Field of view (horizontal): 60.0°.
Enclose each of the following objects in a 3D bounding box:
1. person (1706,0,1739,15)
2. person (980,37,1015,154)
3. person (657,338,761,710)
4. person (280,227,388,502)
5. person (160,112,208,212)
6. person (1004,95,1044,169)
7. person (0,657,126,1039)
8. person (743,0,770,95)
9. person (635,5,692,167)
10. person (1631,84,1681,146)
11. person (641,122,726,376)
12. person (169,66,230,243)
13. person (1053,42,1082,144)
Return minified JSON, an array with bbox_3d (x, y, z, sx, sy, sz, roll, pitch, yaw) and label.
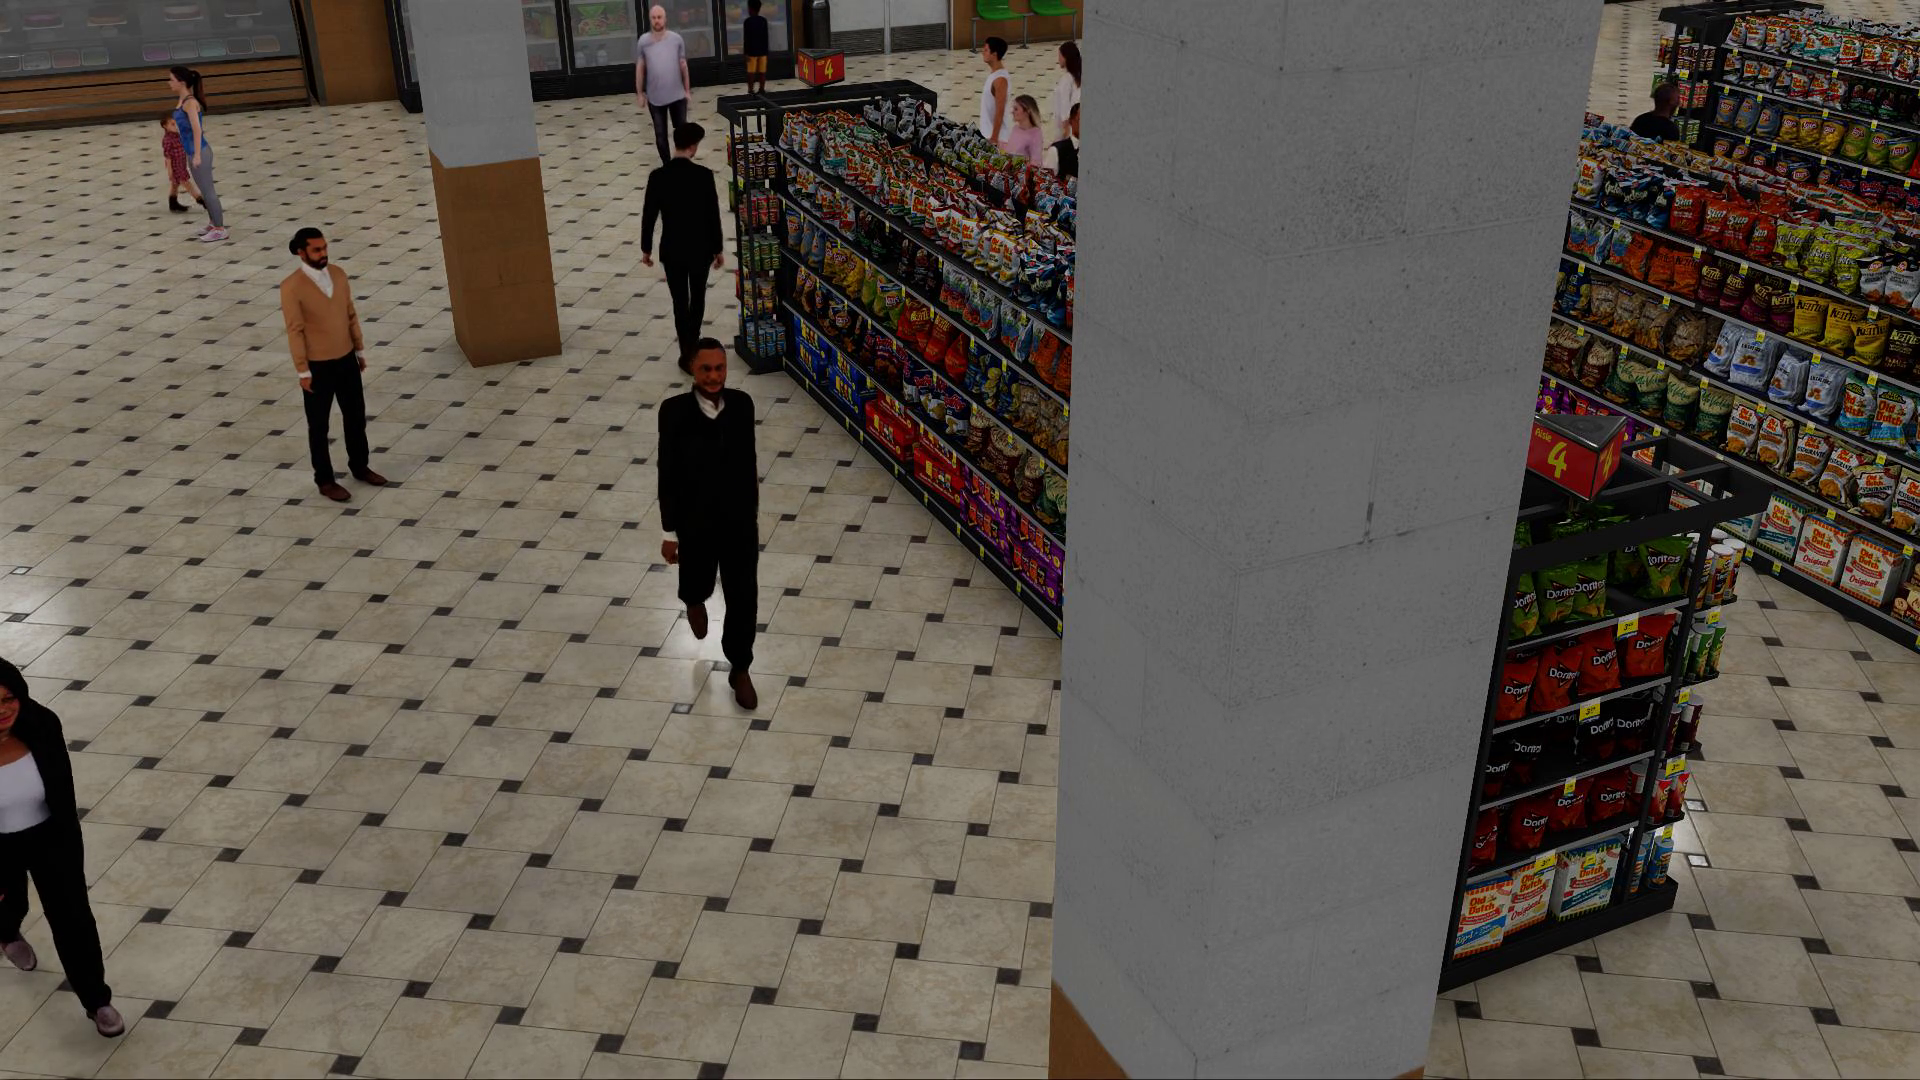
[{"bbox_3d":[10.720,-7.713,23.584,0.787,1.687,0.731,-4,27,-7],"label":"person"},{"bbox_3d":[0.372,-3.924,15.998,0.791,1.789,0.674,1,27,2],"label":"person"},{"bbox_3d":[-1.270,-0.133,8.416,0.758,1.885,1.152,-10,29,-19],"label":"person"},{"bbox_3d":[-4.005,-1.124,10.521,0.764,1.750,0.755,17,31,30],"label":"person"},{"bbox_3d":[-7.814,-3.739,16.511,0.687,0.996,0.718,2,27,3],"label":"person"},{"bbox_3d":[0.641,-2.959,14.231,0.650,1.667,0.947,-12,29,-22],"label":"person"},{"bbox_3d":[-3.583,1.123,6.279,1.172,1.579,0.869,24,36,39],"label":"person"},{"bbox_3d":[-2.568,-6.233,21.128,0.554,1.269,0.560,-17,32,-30],"label":"person"},{"bbox_3d":[-3.086,-4.675,17.448,0.852,1.819,0.959,-4,27,-7],"label":"person"},{"bbox_3d":[5.733,-2.903,13.958,0.744,1.814,0.528,-9,28,-17],"label":"person"},{"bbox_3d":[-2.026,-2.126,12.387,0.885,1.850,0.972,-6,28,-12],"label":"person"},{"bbox_3d":[-7.155,-3.629,15.615,0.625,1.610,0.480,-13,30,-24],"label":"person"},{"bbox_3d":[1.163,-3.969,16.235,1.084,1.655,0.926,17,32,30],"label":"person"}]
